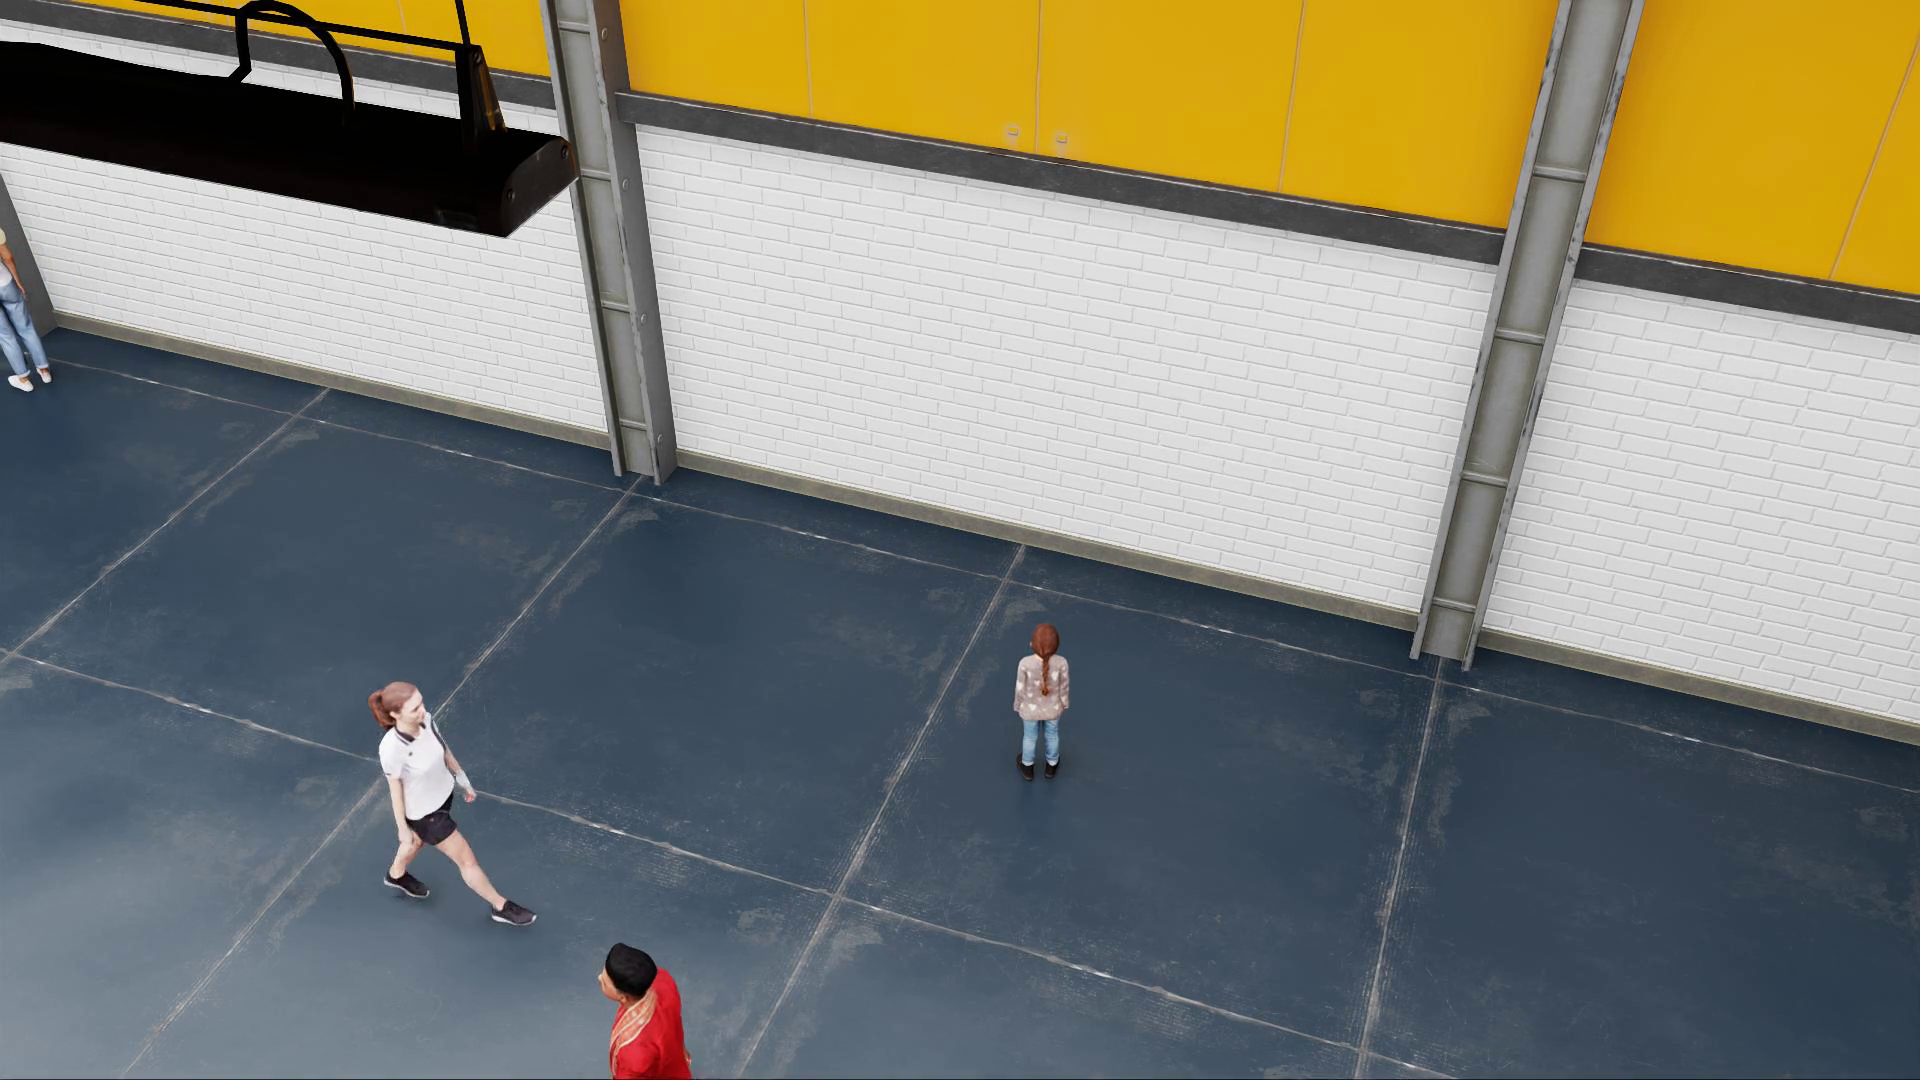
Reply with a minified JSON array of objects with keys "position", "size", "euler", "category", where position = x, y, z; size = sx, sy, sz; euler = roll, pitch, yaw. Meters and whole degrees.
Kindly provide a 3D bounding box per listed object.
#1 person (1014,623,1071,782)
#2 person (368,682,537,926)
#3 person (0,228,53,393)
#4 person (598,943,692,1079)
[{"position":[0.485,0.969,9.900],"size":[0.509,1.194,0.607],"euler":[-3,39,-4],"category":"person"},{"position":[-2.920,1.417,8.932],"size":[1.188,1.702,0.685],"euler":[8,39,10],"category":"person"},{"position":[-7.623,-1.956,13.139],"size":[0.674,1.724,0.697],"euler":[29,47,31],"category":"person"},{"position":[-1.256,2.472,7.487],"size":[1.018,1.858,0.857],"euler":[1,39,1],"category":"person"}]
